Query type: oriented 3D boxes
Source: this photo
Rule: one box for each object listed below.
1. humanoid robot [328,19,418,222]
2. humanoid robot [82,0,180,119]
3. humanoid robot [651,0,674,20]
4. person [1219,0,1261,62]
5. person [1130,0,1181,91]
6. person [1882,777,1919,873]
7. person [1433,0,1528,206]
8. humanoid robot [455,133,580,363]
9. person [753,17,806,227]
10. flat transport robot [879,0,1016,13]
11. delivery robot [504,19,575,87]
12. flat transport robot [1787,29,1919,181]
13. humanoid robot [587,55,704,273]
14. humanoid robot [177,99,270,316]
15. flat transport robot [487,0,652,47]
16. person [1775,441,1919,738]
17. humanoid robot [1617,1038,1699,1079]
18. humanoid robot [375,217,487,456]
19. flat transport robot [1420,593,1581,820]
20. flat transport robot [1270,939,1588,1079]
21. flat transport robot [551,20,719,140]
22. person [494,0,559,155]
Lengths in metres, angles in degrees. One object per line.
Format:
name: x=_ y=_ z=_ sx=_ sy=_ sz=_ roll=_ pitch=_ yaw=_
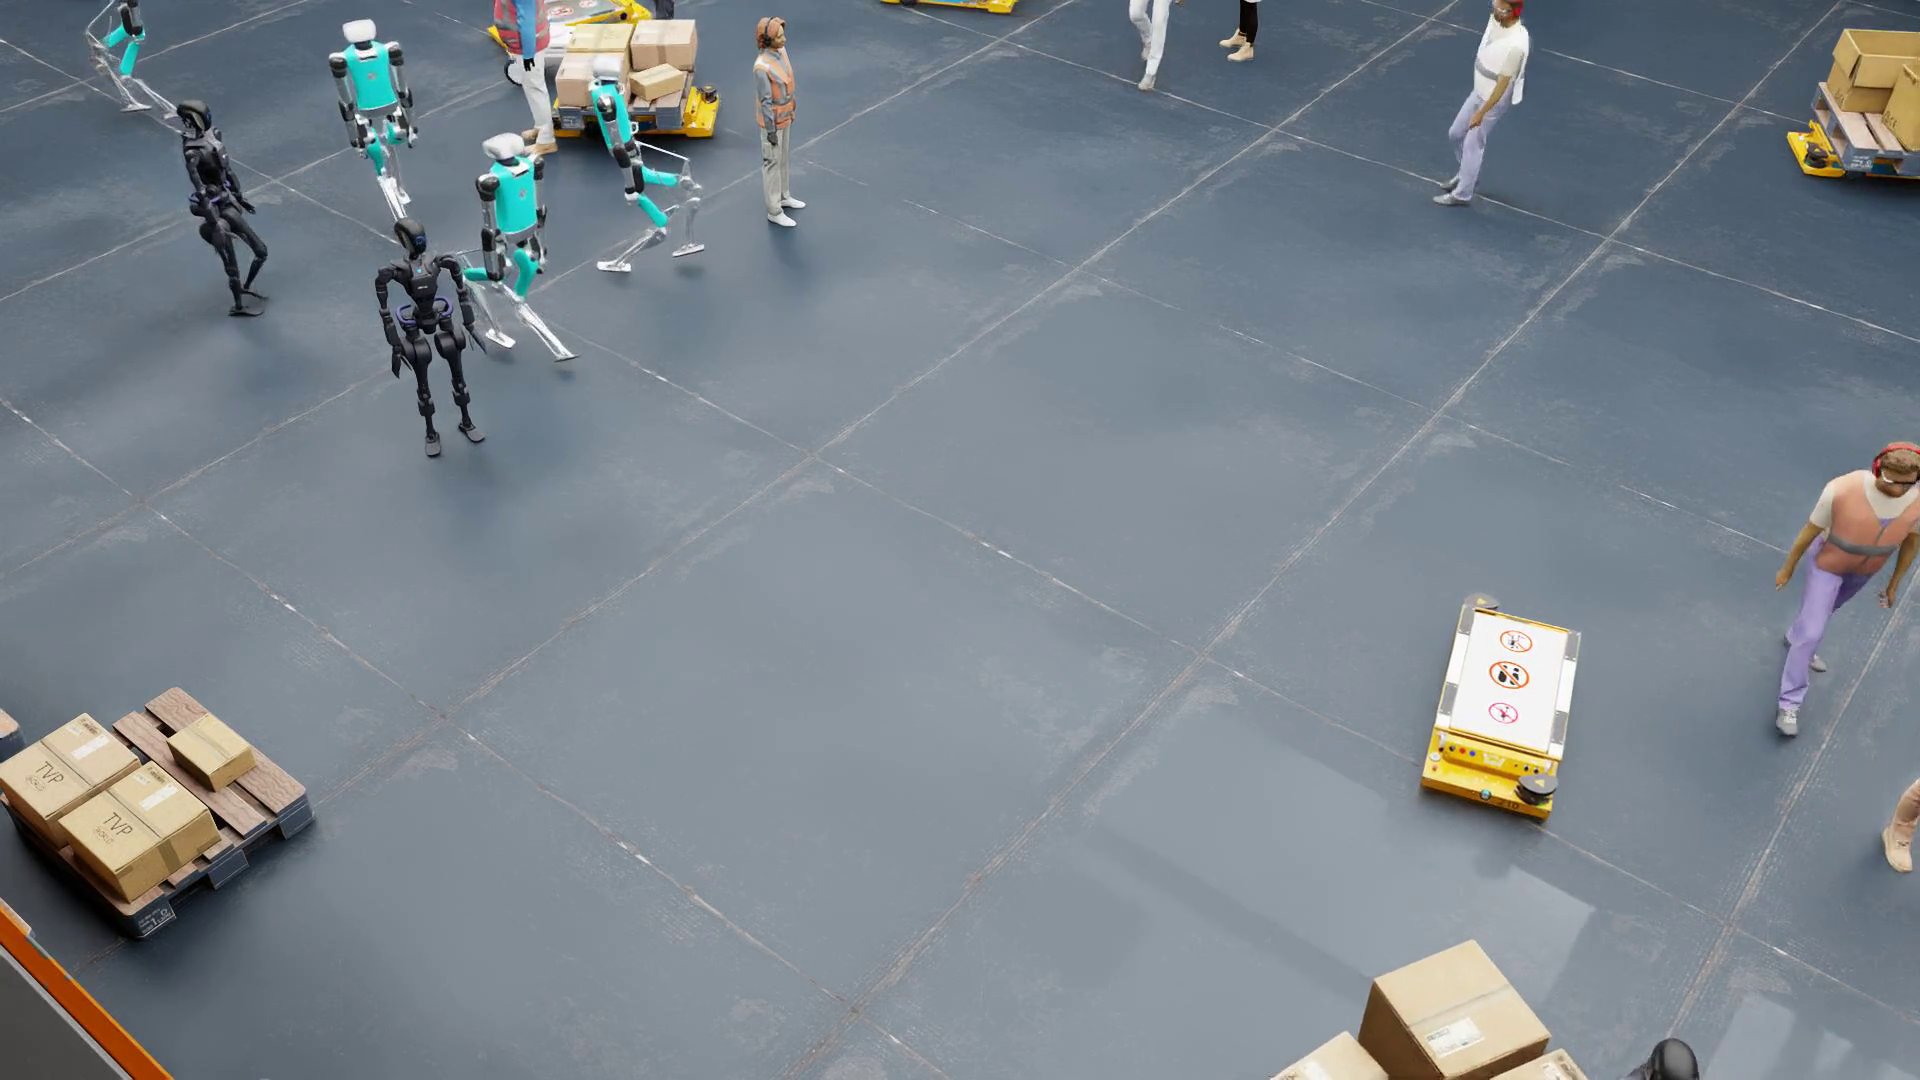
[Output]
humanoid robot: x=-4.499 y=-3.237 z=12.788 sx=0.533 sy=1.772 sz=0.989 roll=-19 pitch=44 yaw=-21
humanoid robot: x=-7.187 y=-4.398 z=14.124 sx=0.821 sy=1.768 sz=0.555 roll=-17 pitch=43 yaw=-19
humanoid robot: x=-2.734 y=-5.229 z=15.154 sx=0.410 sy=1.638 sz=0.619 roll=12 pitch=42 yaw=14
person: x=2.621 y=-5.211 z=15.105 sx=0.318 sy=1.696 sz=0.534 roll=-3 pitch=40 yaw=-4
person: x=1.757 y=-4.984 z=14.713 sx=0.627 sy=1.857 sz=0.806 roll=17 pitch=43 yaw=19
person: x=4.723 y=1.089 z=7.684 sx=0.498 sy=1.714 sz=0.812 roll=6 pitch=41 yaw=8
person: x=4.092 y=-3.435 z=12.928 sx=0.477 sy=1.814 sz=0.604 roll=-2 pitch=40 yaw=-2
humanoid robot: x=-3.086 y=-1.953 z=11.256 sx=1.051 sy=1.737 sz=0.575 roll=23 pitch=45 yaw=25
person: x=-1.414 y=-3.231 z=12.819 sx=0.306 sy=1.640 sz=0.512 roll=7 pitch=41 yaw=8
flat transport robot: x=-0.134 y=-5.525 z=16.577 sx=1.431 sy=0.231 sz=0.659 roll=9 pitch=41 yaw=10
delivery robot: x=-3.764 y=-4.448 z=15.104 sx=0.815 sy=0.614 sz=0.499 roll=0 pitch=40 yaw=0
flat transport robot: x=7.737 y=-3.229 z=13.877 sx=1.431 sy=0.231 sz=0.659 roll=6 pitch=41 yaw=6
humanoid robot: x=-2.230 y=-2.714 z=12.170 sx=1.014 sy=1.758 sz=0.538 roll=-7 pitch=41 yaw=-8
humanoid robot: x=-5.196 y=-2.328 z=11.726 sx=0.335 sy=1.645 sz=0.603 roll=1 pitch=40 yaw=1
flat transport robot: x=-3.745 y=-4.988 z=15.946 sx=1.431 sy=0.231 sz=0.659 roll=-25 pitch=46 yaw=-27
person: x=4.638 y=0.171 z=8.715 sx=0.591 sy=1.776 sz=0.844 roll=-1 pitch=40 yaw=-1
humanoid robot: x=2.465 y=2.331 z=6.250 sx=0.608 sy=1.635 sz=0.377 roll=2 pitch=40 yaw=2
humanoid robot: x=-3.328 y=-1.296 z=10.503 sx=0.599 sy=1.659 sz=0.315 roll=-19 pitch=44 yaw=-21
flat transport robot: x=2.966 y=0.869 z=9.056 sx=0.659 sy=0.231 sz=1.431 roll=14 pitch=42 yaw=16
flat transport robot: x=1.905 y=2.735 z=6.861 sx=0.659 sy=0.231 sz=1.431 roll=-16 pitch=43 yaw=-18
flat transport robot: x=-2.849 y=-3.735 z=14.471 sx=1.431 sy=0.231 sz=0.659 roll=0 pitch=40 yaw=0
person: x=-3.581 y=-4.098 z=13.694 sx=0.430 sy=1.832 sz=0.639 roll=-12 pitch=42 yaw=-14
